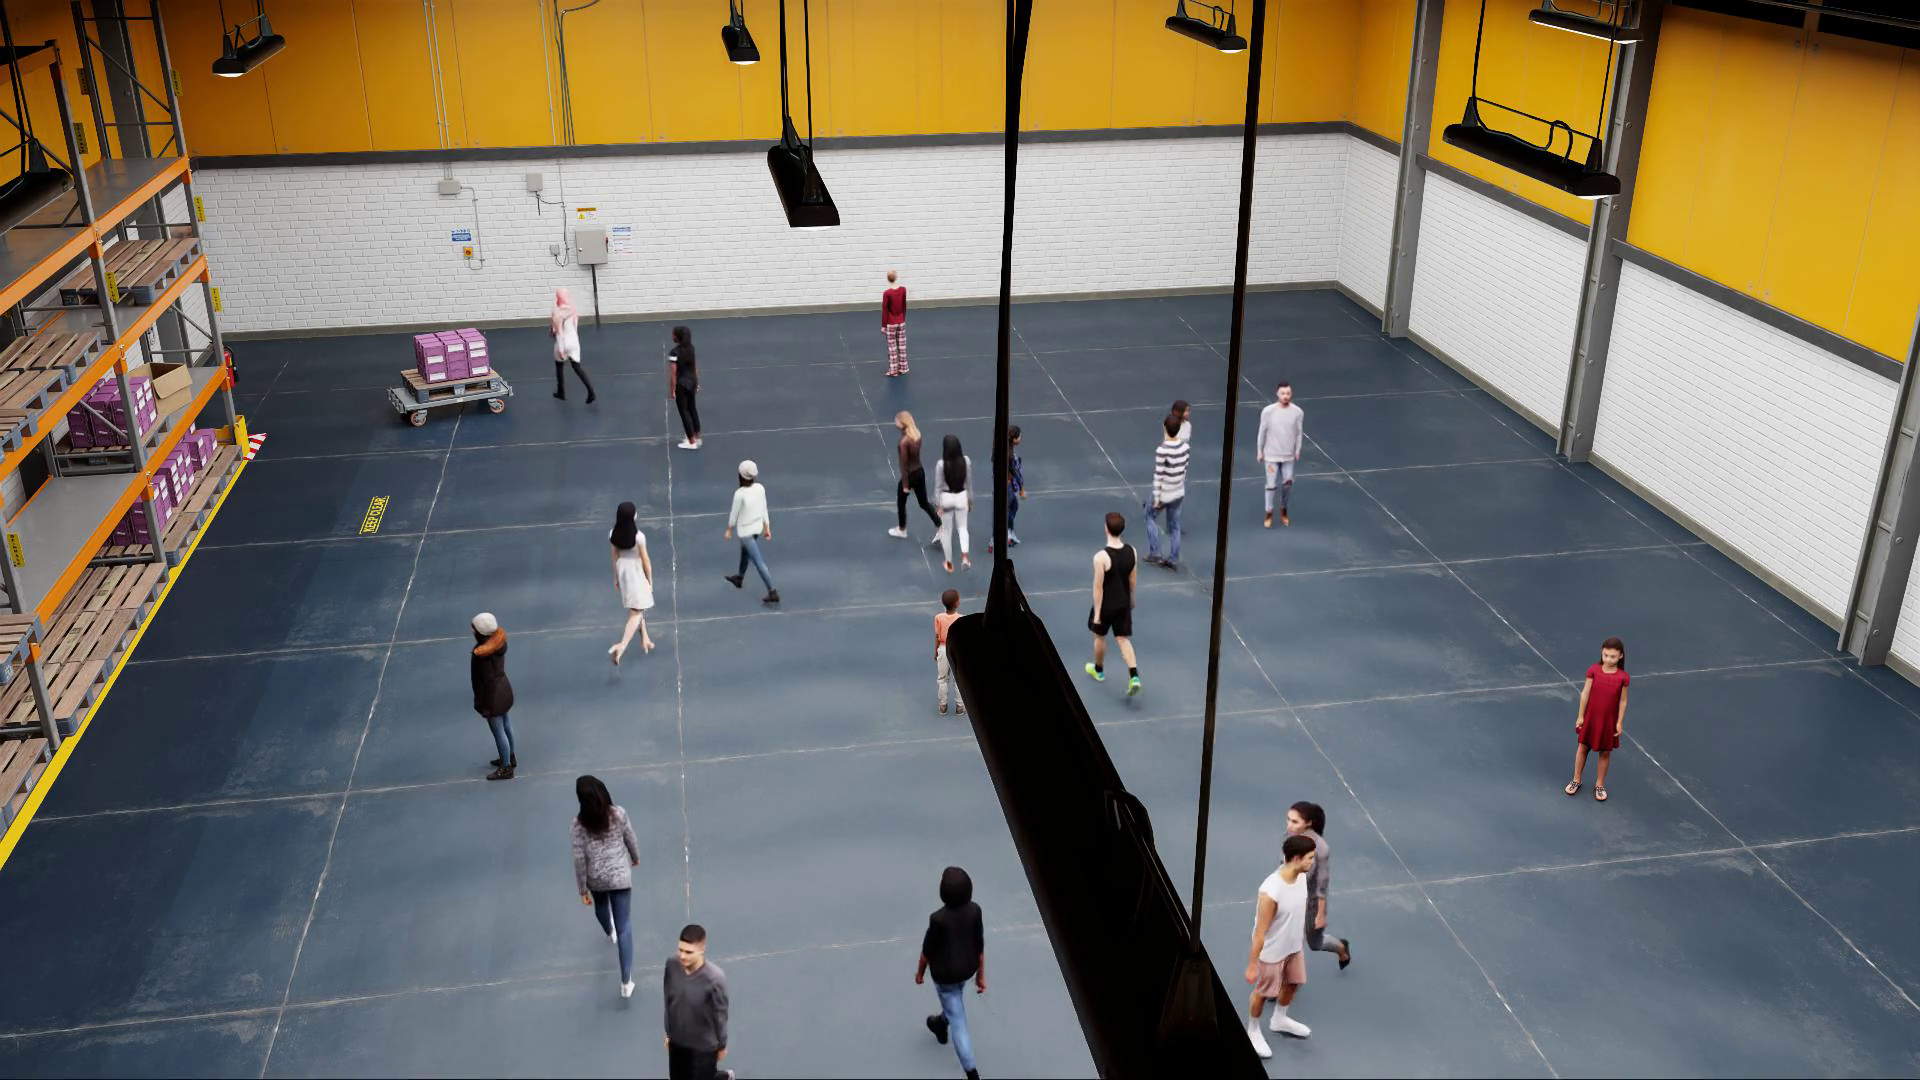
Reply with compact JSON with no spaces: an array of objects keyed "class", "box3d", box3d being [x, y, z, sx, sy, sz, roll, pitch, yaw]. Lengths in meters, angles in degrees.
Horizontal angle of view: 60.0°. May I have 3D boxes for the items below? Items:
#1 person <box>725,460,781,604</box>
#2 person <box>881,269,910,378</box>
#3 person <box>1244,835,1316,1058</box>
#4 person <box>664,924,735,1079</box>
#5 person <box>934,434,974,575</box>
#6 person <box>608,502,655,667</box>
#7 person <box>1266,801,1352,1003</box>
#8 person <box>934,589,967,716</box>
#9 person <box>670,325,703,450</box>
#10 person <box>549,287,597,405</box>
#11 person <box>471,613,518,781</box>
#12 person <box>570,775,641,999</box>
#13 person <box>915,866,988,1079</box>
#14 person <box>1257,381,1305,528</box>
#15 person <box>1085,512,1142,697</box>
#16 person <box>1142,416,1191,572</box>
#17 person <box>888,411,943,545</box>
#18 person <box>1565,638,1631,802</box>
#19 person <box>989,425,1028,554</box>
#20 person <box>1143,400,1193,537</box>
[{"class":"person","box3d":[-2.261,-0.055,18.403,1.175,1.597,1.069,18,29,35]},{"class":"person","box3d":[-1.011,-3.392,25.903,0.684,1.704,0.662,-17,29,-34]},{"class":"person","box3d":[2.217,2.807,11.642,0.919,1.769,0.881,-15,28,-31]},{"class":"person","box3d":[-1.678,3.195,10.784,0.922,1.746,1.024,11,26,24]},{"class":"person","box3d":[-0.050,-0.374,18.988,0.652,1.714,0.843,-6,24,-14]},{"class":"person","box3d":[-3.382,0.489,16.970,0.958,1.748,1.172,9,25,19]},{"class":"person","box3d":[2.590,2.630,12.193,0.948,1.651,1.035,-16,28,-33]},{"class":"person","box3d":[-0.087,1.087,16.148,0.546,1.310,0.547,3,24,8]},{"class":"person","box3d":[-3.784,-2.114,22.949,0.769,1.729,0.704,14,27,29]},{"class":"person","box3d":[-5.721,-2.834,24.548,1.237,1.768,1.130,18,29,36]},{"class":"person","box3d":[-4.213,1.397,15.038,0.721,1.633,0.582,0,24,-1]},{"class":"person","box3d":[-2.597,2.571,12.302,0.655,1.674,1.218,-5,24,-11]},{"class":"person","box3d":[0.002,3.028,11.284,0.847,1.649,1.241,-13,27,-27]},{"class":"person","box3d":[3.913,-1.087,20.469,0.769,1.834,0.712,1,24,3]},{"class":"person","box3d":[1.556,0.670,16.414,0.917,1.862,1.230,-11,26,-24]},{"class":"person","box3d":[2.463,-0.497,19.122,0.772,1.832,0.800,-14,27,-29]},{"class":"person","box3d":[-0.490,-0.720,19.837,1.117,1.666,1.100,14,27,29]},{"class":"person","box3d":[5.694,1.563,14.757,0.675,1.553,0.735,10,26,22]},{"class":"person","box3d":[0.466,-0.583,19.601,0.722,1.605,0.645,-7,25,-15]},{"class":"person","box3d":[2.540,-0.902,20.197,0.841,1.713,0.963,-21,31,-40]}]
